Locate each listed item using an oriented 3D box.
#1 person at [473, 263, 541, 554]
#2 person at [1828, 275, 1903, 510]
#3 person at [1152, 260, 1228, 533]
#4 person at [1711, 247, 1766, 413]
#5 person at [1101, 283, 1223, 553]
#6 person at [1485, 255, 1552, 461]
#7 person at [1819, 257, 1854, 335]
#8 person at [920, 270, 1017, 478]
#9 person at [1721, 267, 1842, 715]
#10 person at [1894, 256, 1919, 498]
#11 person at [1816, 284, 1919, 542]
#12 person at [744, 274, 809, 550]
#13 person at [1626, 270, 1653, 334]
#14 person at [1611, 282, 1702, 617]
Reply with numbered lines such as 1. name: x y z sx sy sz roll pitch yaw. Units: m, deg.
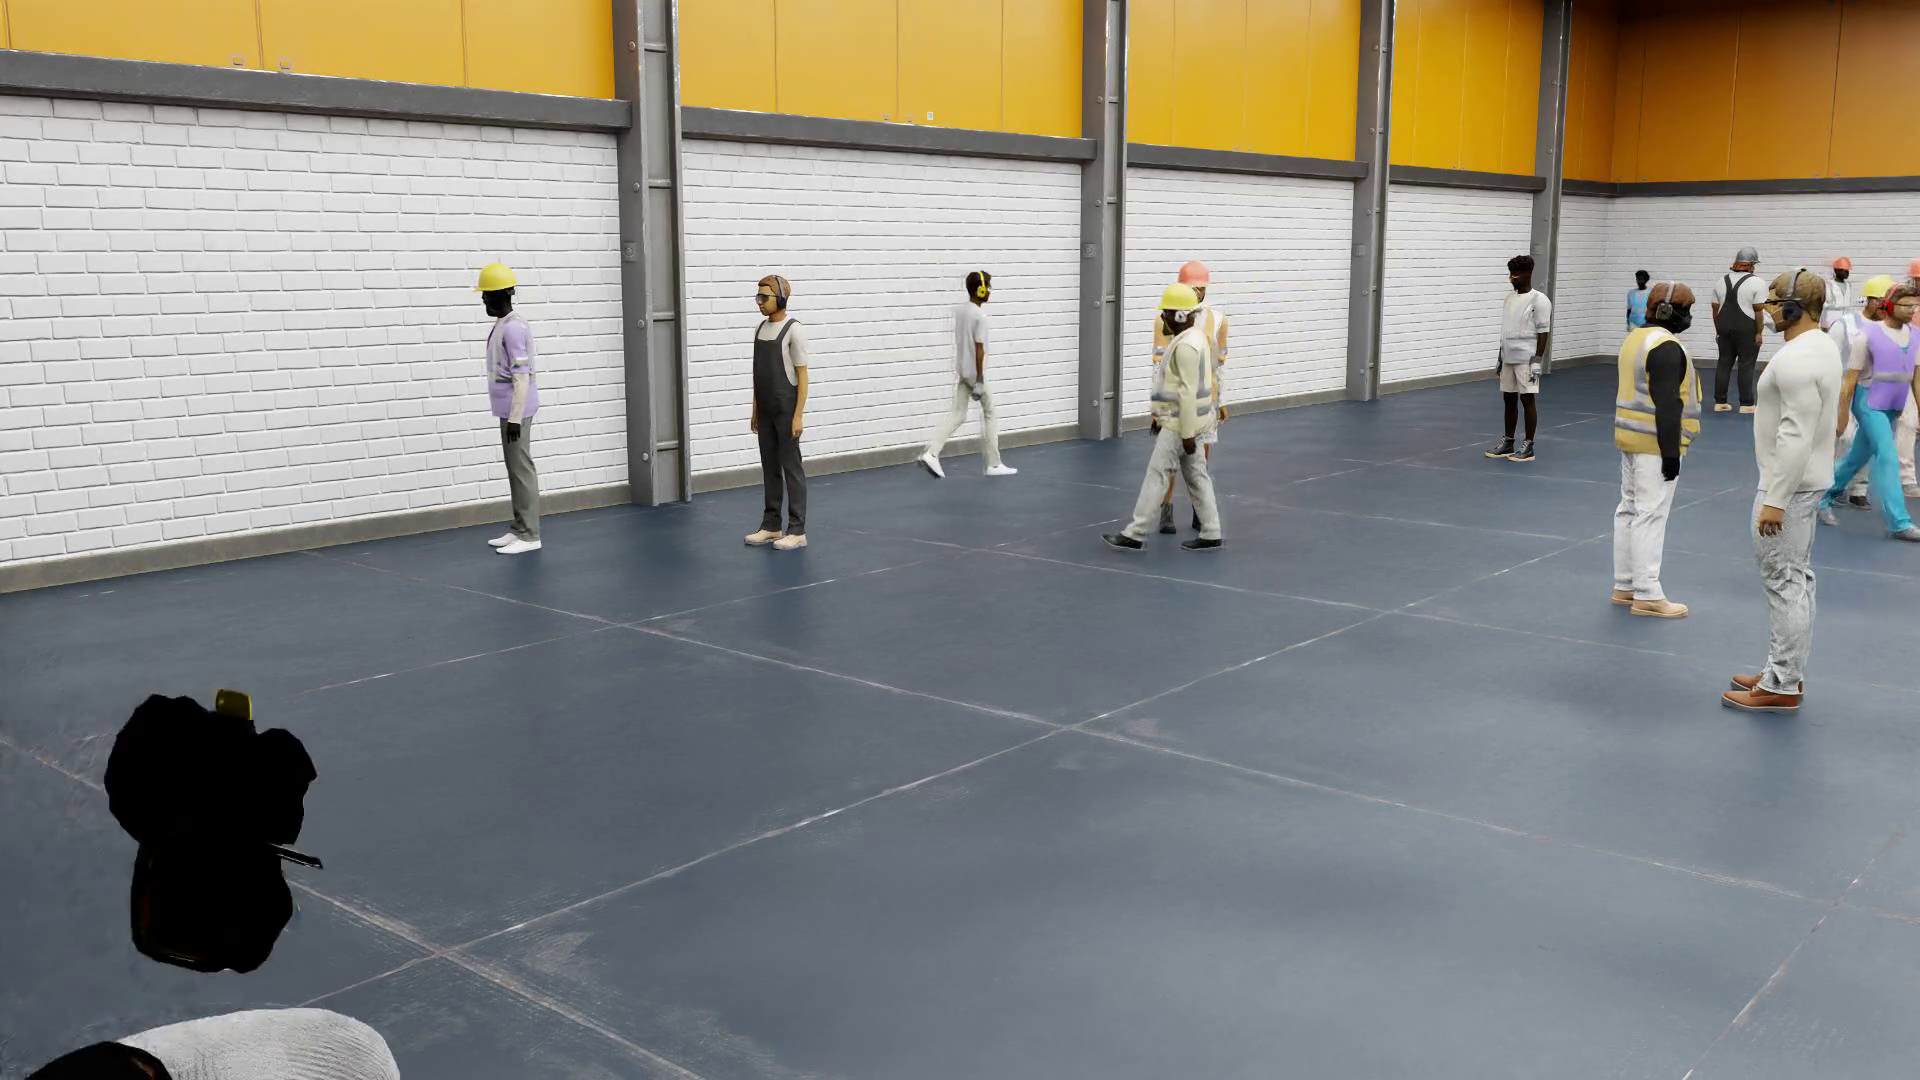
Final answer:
1. person: -2.995 -0.868 11.053 0.384 1.924 0.589 -4 11 -21
2. person: 6.993 -1.130 12.842 0.623 1.815 0.430 0 10 0
3. person: 1.639 -1.005 11.794 0.553 1.935 0.363 -2 10 -9
4. person: 9.644 -2.589 20.522 0.536 2.000 0.683 -6 12 -30
5. person: 1.388 -0.796 11.034 0.805 1.793 0.595 3 10 16
6. person: 5.333 -1.730 15.864 0.377 1.959 0.604 -4 11 -21
7. person: 12.907 -3.222 24.565 0.566 1.893 1.007 -3 10 -15
8. person: 0.058 -1.456 14.662 0.896 1.840 0.528 -6 12 -32
9. person: 3.610 -0.210 7.268 0.359 1.937 0.635 6 12 33
10. person: 7.859 -1.362 13.731 0.606 1.975 0.813 0 10 2
11. person: 6.462 -0.914 11.762 0.555 1.789 1.037 -5 11 -27
12. person: -1.236 -0.859 11.227 0.512 1.845 0.340 9 14 43
13. person: 10.952 -3.489 26.658 0.548 1.680 0.512 10 14 44
14. person: 3.863 -0.504 9.232 0.430 1.839 0.619 1 10 4
